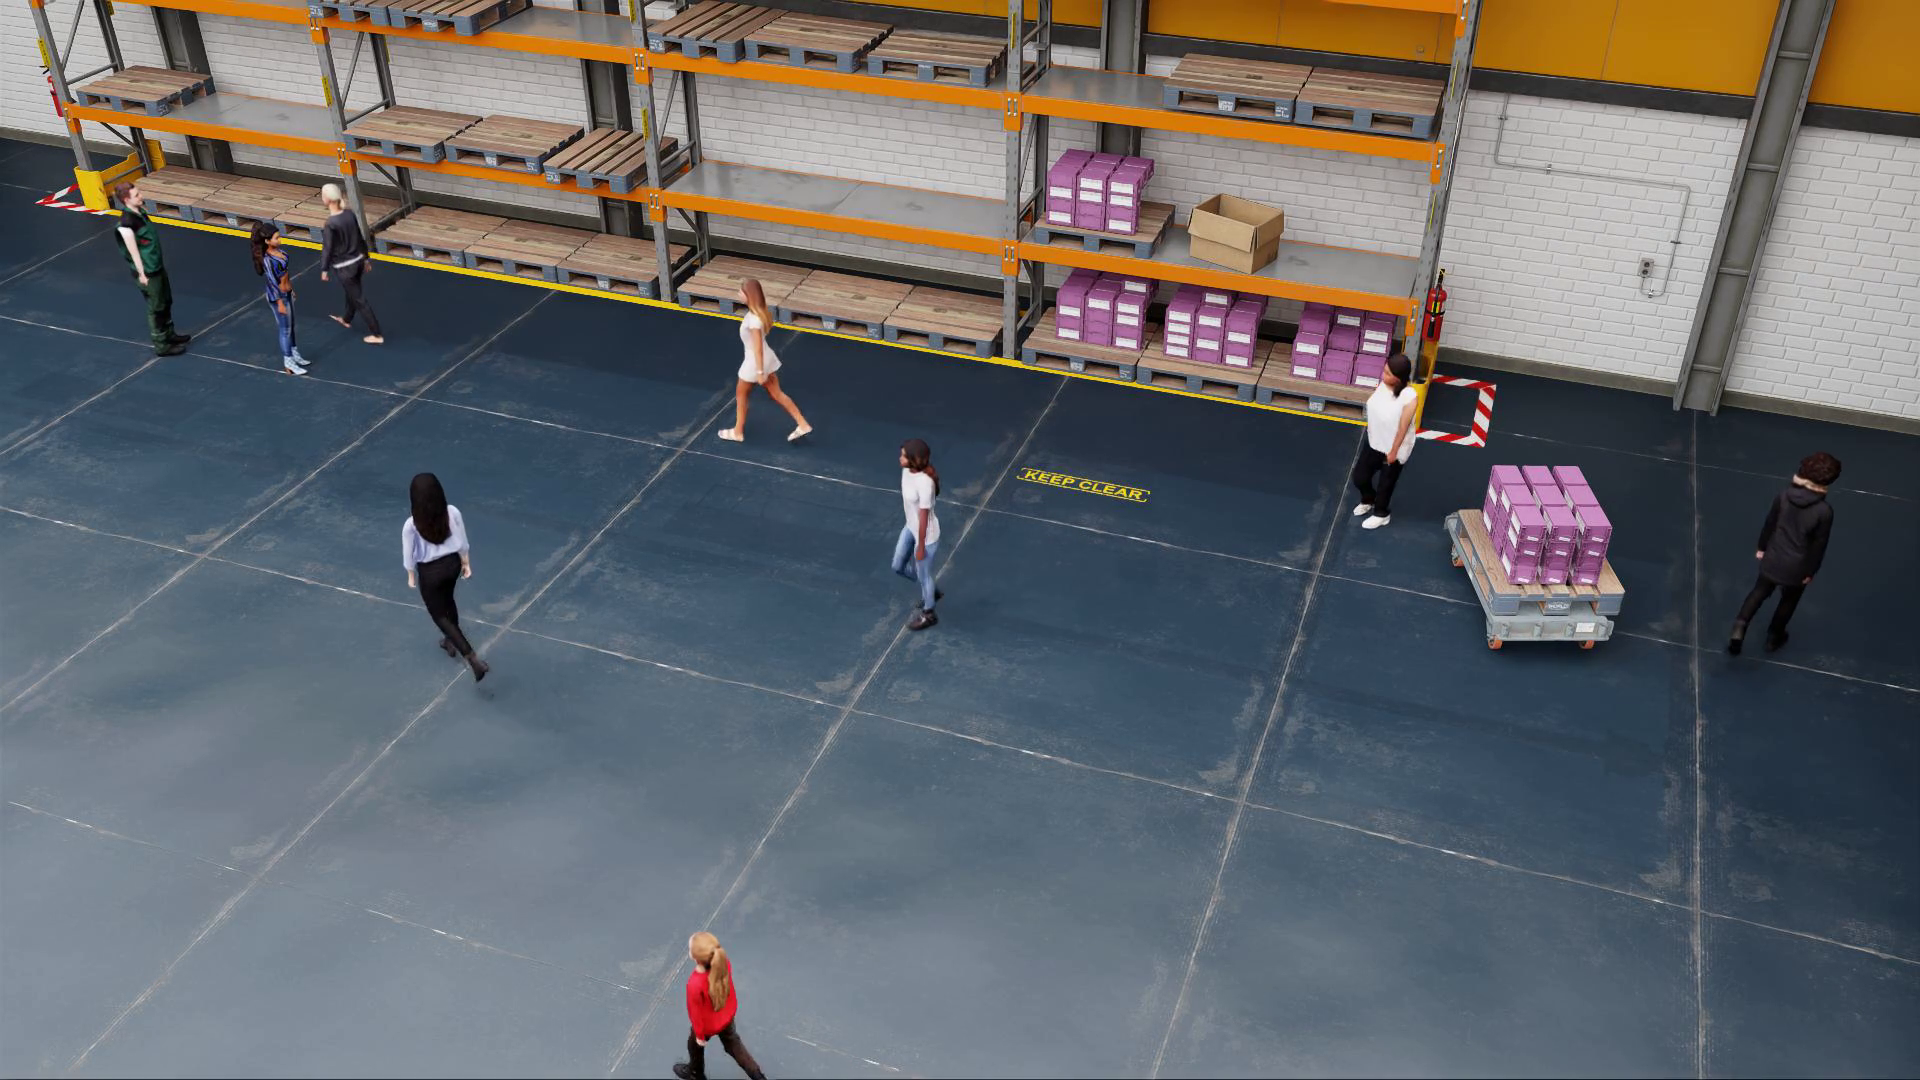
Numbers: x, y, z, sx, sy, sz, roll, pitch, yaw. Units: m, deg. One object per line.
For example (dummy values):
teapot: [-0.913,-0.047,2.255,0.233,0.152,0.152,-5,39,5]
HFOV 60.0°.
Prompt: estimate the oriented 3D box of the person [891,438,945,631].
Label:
person: [-0.233,-0.052,12.969,0.818,1.713,0.757,-16,37,-22]

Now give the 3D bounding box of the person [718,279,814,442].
person: [-1.770,-1.618,15.375,1.184,1.657,0.761,3,34,5]

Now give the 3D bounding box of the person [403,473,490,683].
person: [-3.842,0.314,12.415,1.156,1.716,0.908,27,42,34]

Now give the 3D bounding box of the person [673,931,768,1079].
person: [-1.331,2.681,9.266,0.938,1.259,0.614,19,38,26]

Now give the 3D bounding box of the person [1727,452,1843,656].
person: [6.237,0.169,12.599,1.003,1.754,1.048,-24,40,-31]

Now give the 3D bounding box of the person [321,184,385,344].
person: [-6.229,-2.820,17.151,0.981,1.693,0.634,11,35,16]

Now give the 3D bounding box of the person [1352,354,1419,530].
person: [3.703,-0.847,14.199,0.818,1.674,0.768,-11,35,-17]

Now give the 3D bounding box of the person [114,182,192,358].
person: [-8.272,-2.773,16.945,0.728,1.842,0.722,-5,34,-7]

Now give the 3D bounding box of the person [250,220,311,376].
person: [-6.790,-2.429,16.625,0.702,1.625,0.692,-5,34,-7]
